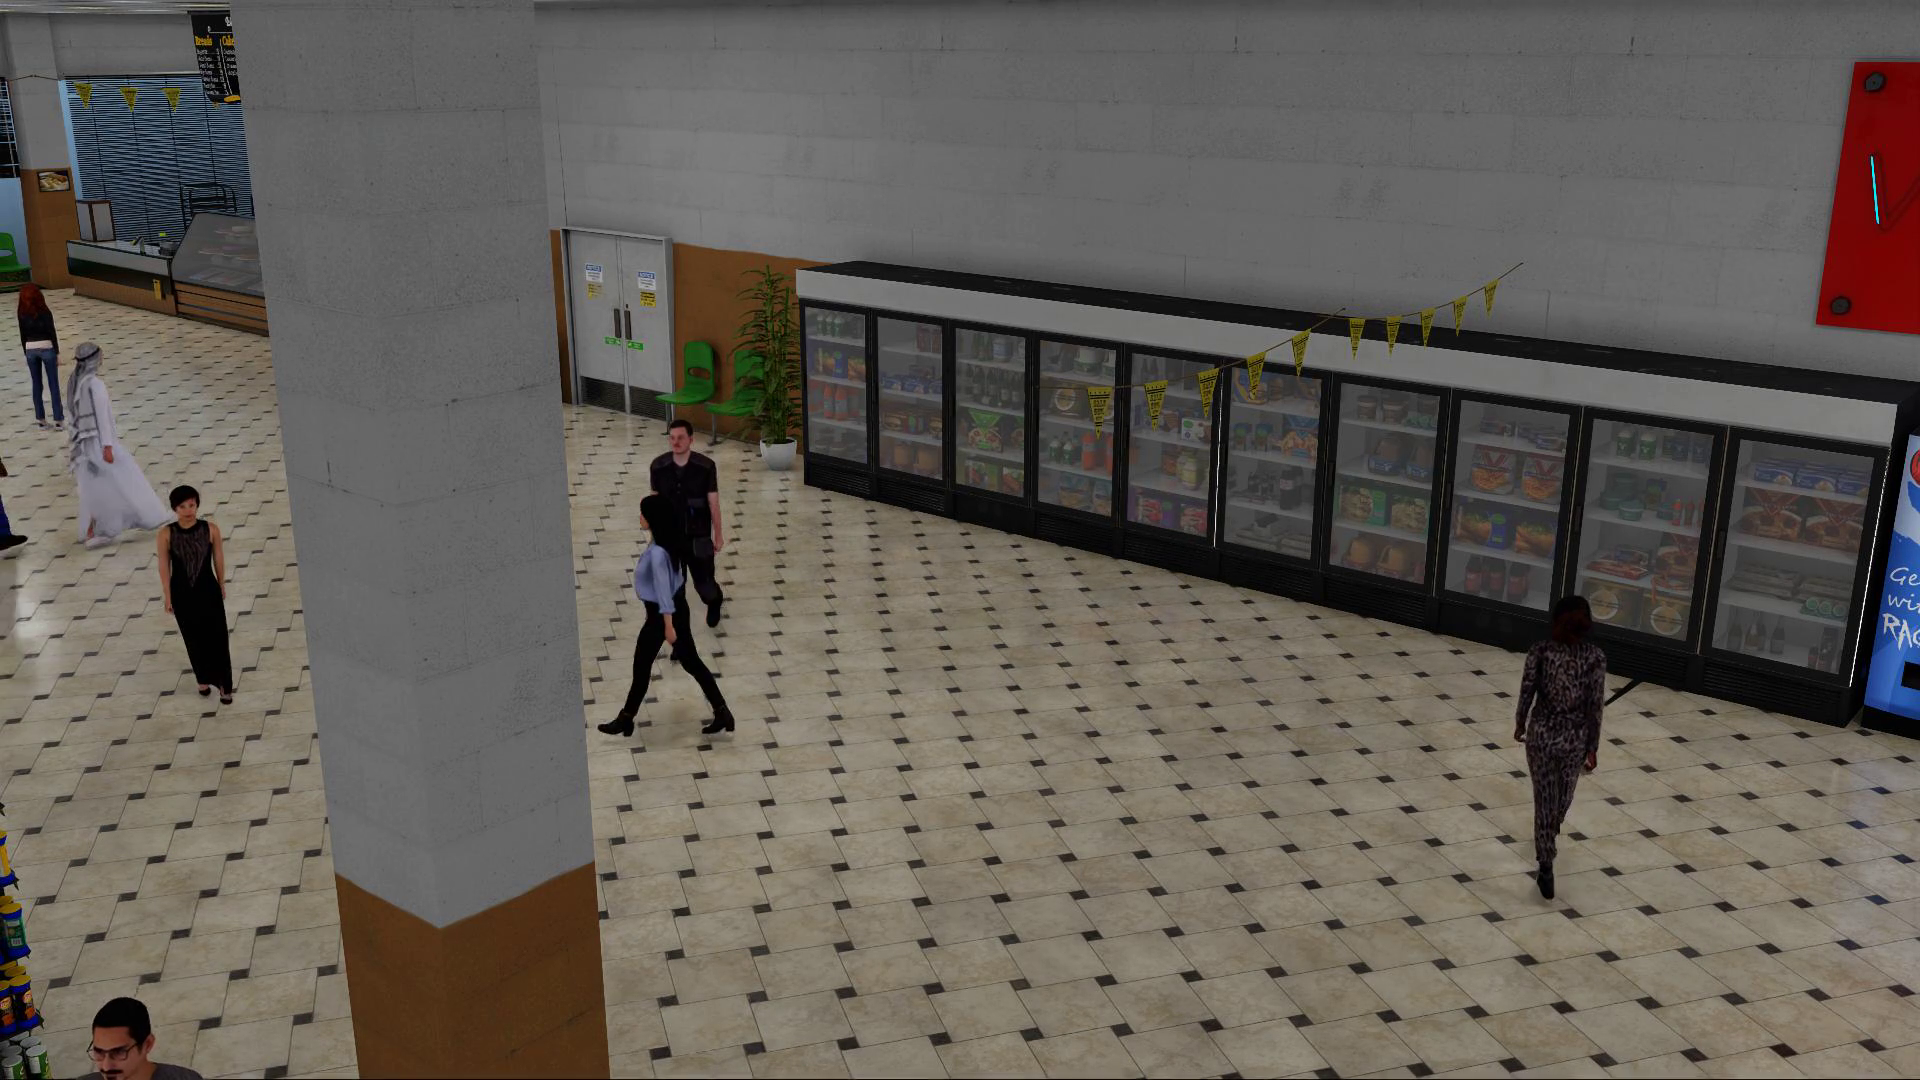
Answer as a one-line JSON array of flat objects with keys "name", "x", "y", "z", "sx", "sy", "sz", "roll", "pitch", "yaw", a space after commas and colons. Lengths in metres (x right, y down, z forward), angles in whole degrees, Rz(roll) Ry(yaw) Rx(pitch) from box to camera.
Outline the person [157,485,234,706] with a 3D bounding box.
[{"name": "person", "x": -5.480, "y": 0.377, "z": 11.902, "sx": 0.865, "sy": 1.579, "sz": 0.831, "roll": -8, "pitch": 19, "yaw": -25}]

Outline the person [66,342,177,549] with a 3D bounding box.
[{"name": "person", "x": -8.062, "y": -0.850, "z": 15.400, "sx": 0.821, "sy": 1.895, "sz": 1.201, "roll": 10, "pitch": 20, "yaw": 30}]

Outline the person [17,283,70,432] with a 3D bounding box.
[{"name": "person", "x": -11.084, "y": -2.212, "z": 20.073, "sx": 0.657, "sy": 1.787, "sz": 0.695, "roll": 1, "pitch": 17, "yaw": 3}]

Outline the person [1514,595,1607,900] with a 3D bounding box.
[{"name": "person", "x": 3.288, "y": 1.163, "z": 9.157, "sx": 0.899, "sy": 1.670, "sz": 1.178, "roll": 5, "pitch": 18, "yaw": 15}]

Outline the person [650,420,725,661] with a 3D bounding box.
[{"name": "person", "x": -2.092, "y": -0.034, "z": 12.829, "sx": 1.076, "sy": 1.828, "sz": 1.204, "roll": 2, "pitch": 17, "yaw": 5}]

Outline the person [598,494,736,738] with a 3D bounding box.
[{"name": "person", "x": -1.865, "y": 0.564, "z": 11.092, "sx": 1.175, "sy": 1.691, "sz": 1.180, "roll": 1, "pitch": 17, "yaw": 2}]

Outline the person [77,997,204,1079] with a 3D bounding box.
[{"name": "person", "x": -2.624, "y": 2.247, "z": 5.471, "sx": 0.990, "sy": 1.738, "sz": 1.029, "roll": -3, "pitch": 17, "yaw": -9}]
